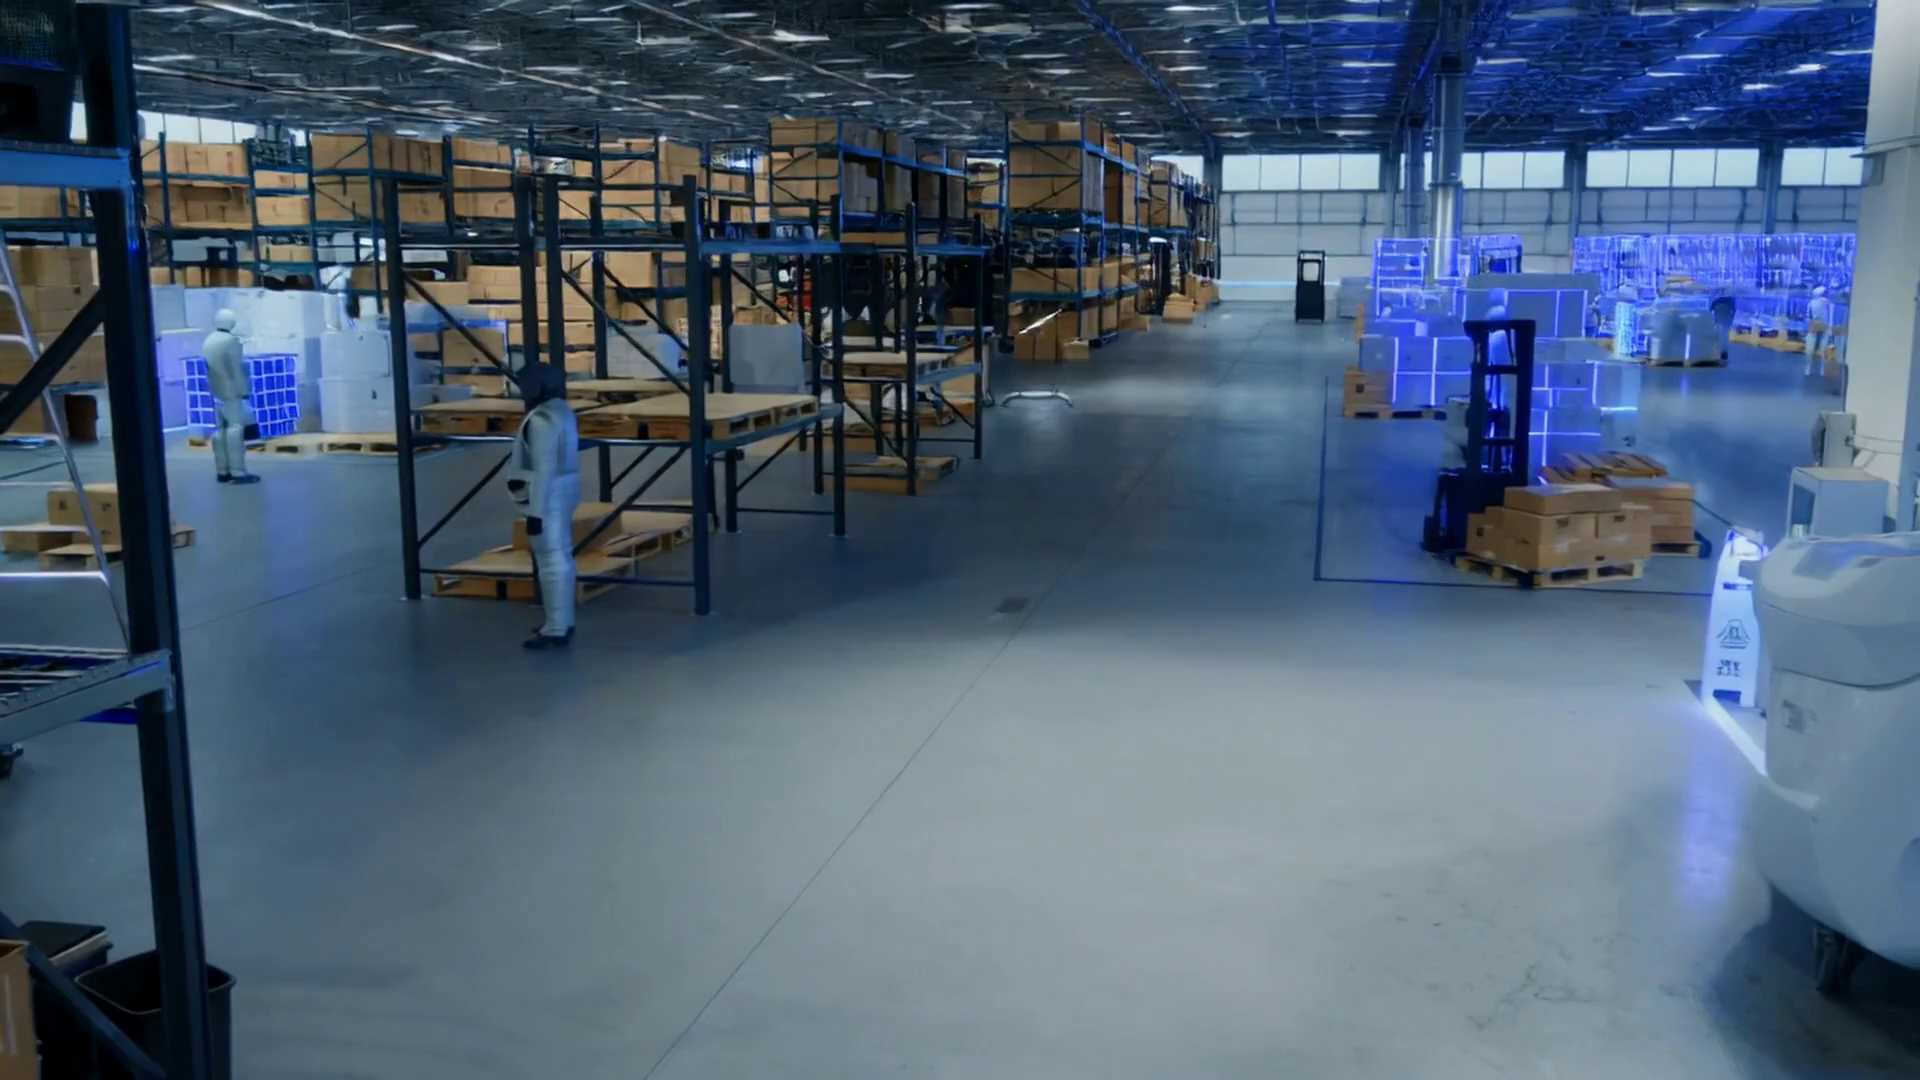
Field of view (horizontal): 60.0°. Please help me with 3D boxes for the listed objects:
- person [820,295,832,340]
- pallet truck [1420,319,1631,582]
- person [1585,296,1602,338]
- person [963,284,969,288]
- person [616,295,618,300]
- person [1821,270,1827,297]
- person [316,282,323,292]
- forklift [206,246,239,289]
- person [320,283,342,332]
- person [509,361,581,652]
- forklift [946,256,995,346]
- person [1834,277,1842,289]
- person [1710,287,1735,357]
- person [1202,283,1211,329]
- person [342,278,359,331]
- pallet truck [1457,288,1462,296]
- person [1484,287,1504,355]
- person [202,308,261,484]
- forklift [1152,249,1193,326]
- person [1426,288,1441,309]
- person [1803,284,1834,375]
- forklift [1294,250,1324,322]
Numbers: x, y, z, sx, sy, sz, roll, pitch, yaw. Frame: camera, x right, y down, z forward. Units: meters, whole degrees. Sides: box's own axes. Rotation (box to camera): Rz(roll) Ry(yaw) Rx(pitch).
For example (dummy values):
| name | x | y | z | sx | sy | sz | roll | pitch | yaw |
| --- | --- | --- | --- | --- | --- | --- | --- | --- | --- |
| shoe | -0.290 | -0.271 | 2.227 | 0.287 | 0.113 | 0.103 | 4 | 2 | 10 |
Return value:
| name | x | y | z | sx | sy | sz | roll | pitch | yaw |
| --- | --- | --- | --- | --- | --- | --- | --- | --- | --- |
| person | -2.995 | -4.798 | 38.183 | 0.638 | 1.670 | 0.542 | 6 | 11 | 32 |
| pallet truck | 4.543 | -0.757 | 13.299 | 0.823 | 1.965 | 1.885 | -4 | 10 | -22 |
| person | 14.597 | -4.817 | 38.397 | 0.310 | 1.640 | 0.514 | -2 | 10 | -11 |
| person | 0.199 | -7.447 | 53.903 | 0.542 | 1.662 | 0.805 | 1 | 10 | 9 |
| person | -8.497 | -5.251 | 41.004 | 0.523 | 1.631 | 0.313 | 1 | 10 | 3 |
| person | 42.911 | -12.481 | 82.726 | 0.375 | 1.997 | 0.611 | 4 | 10 | 21 |
| person | -15.559 | -5.328 | 40.607 | 0.595 | 1.915 | 0.371 | -2 | 10 | -12 |
| forklift | -20.433 | -6.772 | 46.305 | 1.129 | 2.768 | 1.873 | 5 | 11 | 28 |
| person | -14.597 | -4.961 | 38.399 | 0.630 | 1.931 | 0.366 | -7 | 12 | -35 |
| person | -2.633 | -0.213 | 10.558 | 0.429 | 1.838 | 0.621 | 0 | 10 | -1 |
| forklift | 0.285 | -6.944 | 47.324 | 1.129 | 2.768 | 1.873 | 2 | 10 | 12 |
| person | 36.503 | -10.061 | 69.231 | 0.928 | 1.716 | 0.545 | 2 | 10 | 14 |
| person | 19.406 | -5.557 | 42.387 | 0.601 | 1.780 | 0.971 | 2 | 10 | 11 |
| person | 8.792 | -8.328 | 59.205 | 0.270 | 1.632 | 0.509 | 0 | 10 | 2 |
| person | -15.797 | -5.802 | 43.184 | 0.396 | 1.992 | 0.623 | -5 | 11 | -28 |
| pallet truck | 20.506 | -9.785 | 68.819 | 0.653 | 1.274 | 1.630 | 2 | 10 | 12 |
| person | 9.889 | -3.716 | 30.948 | 0.409 | 1.957 | 0.658 | 0 | 10 | -1 |
| person | -8.079 | -1.585 | 18.381 | 0.629 | 1.940 | 0.372 | 6 | 11 | 32 |
| forklift | 7.646 | -9.320 | 61.395 | 1.873 | 2.768 | 1.129 | 2 | 10 | 11 |
| person | 11.717 | -5.335 | 41.093 | 0.315 | 1.770 | 0.523 | -5 | 11 | -27 |
| person | 18.381 | -4.500 | 35.651 | 0.552 | 1.932 | 0.377 | 4 | 10 | 20 |
| forklift | 13.778 | -10.002 | 65.433 | 1.129 | 2.768 | 1.873 | 2 | 10 | 12 |
